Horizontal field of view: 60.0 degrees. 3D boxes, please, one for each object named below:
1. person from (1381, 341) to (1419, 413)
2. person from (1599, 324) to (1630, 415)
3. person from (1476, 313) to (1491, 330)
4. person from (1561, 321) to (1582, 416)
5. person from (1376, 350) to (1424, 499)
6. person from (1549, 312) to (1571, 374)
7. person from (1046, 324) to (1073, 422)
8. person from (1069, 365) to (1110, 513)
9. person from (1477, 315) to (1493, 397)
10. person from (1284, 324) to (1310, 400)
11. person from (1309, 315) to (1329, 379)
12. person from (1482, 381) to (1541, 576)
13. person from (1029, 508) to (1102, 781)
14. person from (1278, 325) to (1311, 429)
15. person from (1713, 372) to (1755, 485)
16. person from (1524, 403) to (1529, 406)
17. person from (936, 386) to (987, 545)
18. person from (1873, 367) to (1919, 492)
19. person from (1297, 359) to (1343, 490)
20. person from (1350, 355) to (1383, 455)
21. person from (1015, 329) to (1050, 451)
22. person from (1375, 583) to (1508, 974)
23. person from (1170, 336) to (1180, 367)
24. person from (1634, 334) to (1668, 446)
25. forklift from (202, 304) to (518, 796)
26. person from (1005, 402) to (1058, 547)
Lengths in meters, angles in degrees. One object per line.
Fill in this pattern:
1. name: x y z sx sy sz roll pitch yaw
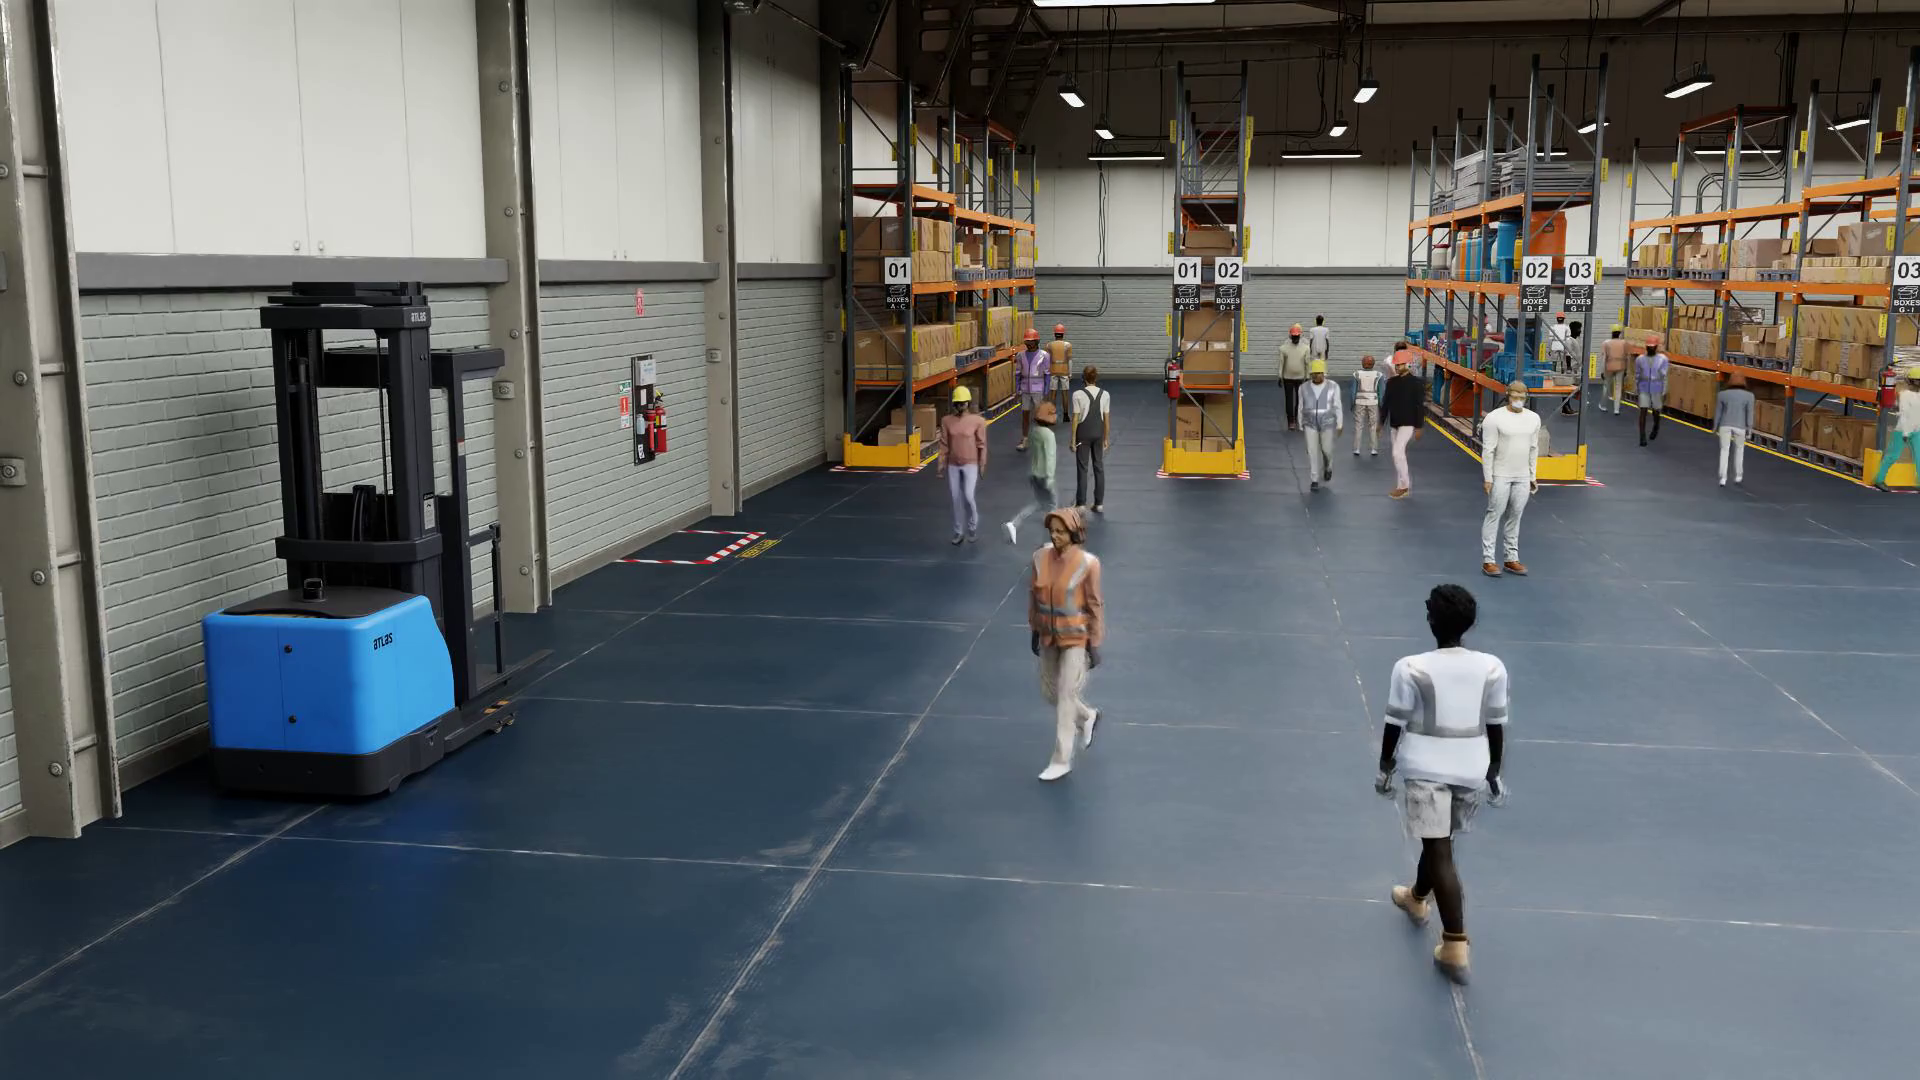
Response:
1. person: 7.679 -2.594 29.127 0.615 1.803 0.938 0 9 0
2. person: 13.786 -3.602 35.085 0.600 1.878 0.983 2 9 9
3. person: 13.719 -5.024 43.725 0.597 1.917 0.379 -8 12 -40
4. person: 12.776 -3.588 34.722 0.361 1.963 0.614 5 11 31
5. person: 5.787 -1.519 21.956 0.626 1.973 0.631 -4 10 -24
6. person: 15.719 -5.011 43.617 0.542 1.929 0.368 3 10 20
7. person: 1.977 -3.331 33.221 0.543 1.939 0.360 1 9 7
8. person: 1.627 -1.263 20.783 0.503 1.841 0.334 -3 10 -20
9. person: 12.480 -4.388 39.659 0.760 1.953 0.760 -3 10 -17
10. person: 7.467 -3.883 36.956 0.600 1.830 0.403 -1 9 -5
11. person: 9.261 -4.871 42.940 0.533 1.868 0.307 1 9 4
12. person: 5.464 -0.618 16.510 0.629 1.933 0.379 -3 10 -15
13. person: 0.671 0.594 9.986 0.524 1.623 0.618 8 12 41
14. person: 6.383 -3.124 31.822 0.620 1.978 0.496 1 9 8
15. person: 10.925 -1.582 23.504 0.519 1.590 0.776 5 10 27
16. person: 12.534 -3.822 37.316 0.534 1.592 0.871 0 9 -1
17. person: 0.021 -0.818 18.319 0.533 1.754 0.411 4 10 21
18. person: 12.826 -1.479 22.479 0.541 1.723 0.905 -4 10 -25
19. person: 4.991 -1.612 23.048 0.631 1.798 0.740 3 10 20
20. person: 6.654 -2.206 27.201 0.521 1.638 0.307 2 9 12
21. person: 1.198 -2.502 27.790 0.612 2.041 0.394 4 10 25
22. person: 2.113 1.007 7.354 0.544 1.647 0.861 -2 9 -11
23. person: 5.474 -4.524 41.116 0.715 1.770 0.851 9 13 42
24. person: 11.969 -2.609 28.809 0.572 1.924 0.651 5 10 28
25. forklift: -3.673 -0.038 10.147 1.129 2.768 1.873 1 9 9
26. person: 0.843 -0.685 17.927 0.627 1.614 0.499 -4 10 -21
